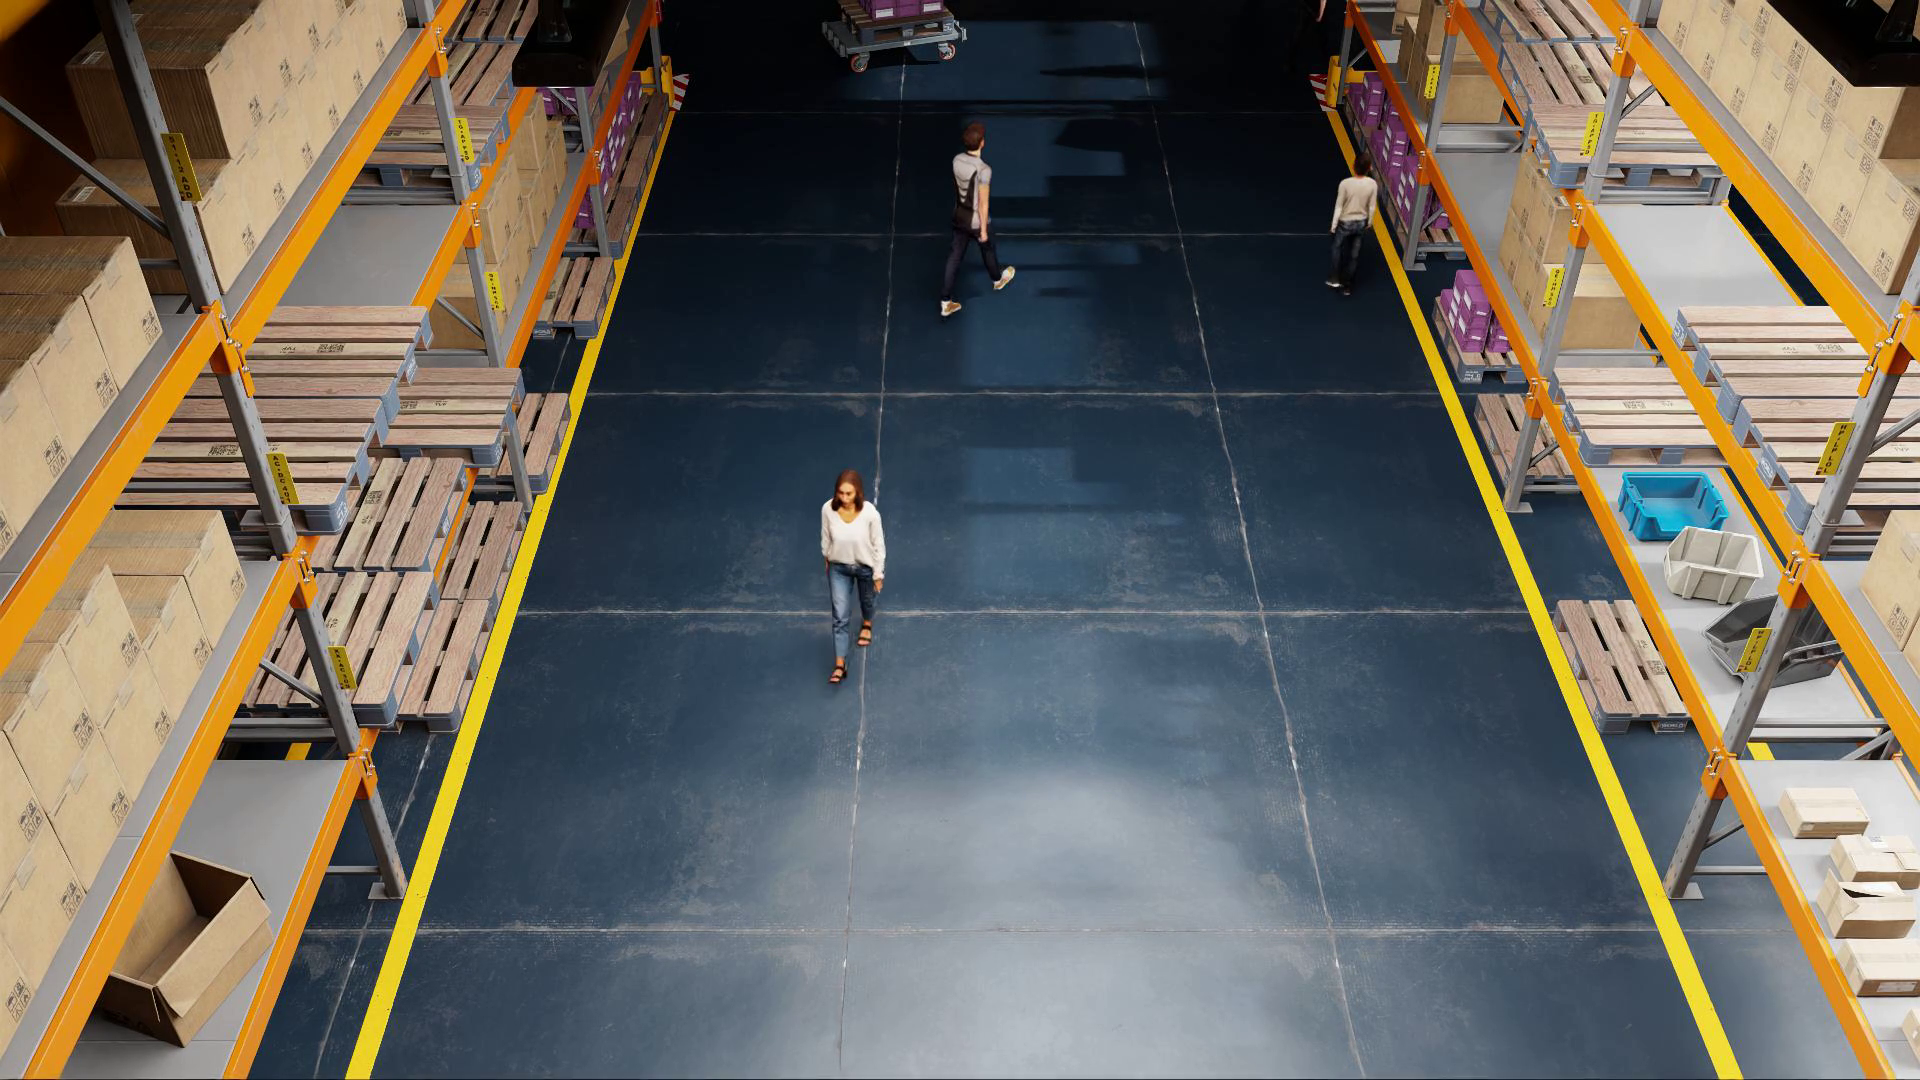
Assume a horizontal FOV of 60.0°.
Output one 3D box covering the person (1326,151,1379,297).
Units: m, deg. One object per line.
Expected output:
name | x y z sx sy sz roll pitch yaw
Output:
person | 3.763 -2.990 15.936 0.560 1.452 0.513 -1 39 -1

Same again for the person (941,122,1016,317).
person | 0.050 -2.949 15.570 1.189 1.844 1.306 27 46 30

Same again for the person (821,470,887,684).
person | -0.724 0.144 11.853 0.754 1.650 1.062 6 39 8

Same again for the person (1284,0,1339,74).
person | 4.204 -6.411 20.104 1.071 1.597 1.077 -27 46 -30
